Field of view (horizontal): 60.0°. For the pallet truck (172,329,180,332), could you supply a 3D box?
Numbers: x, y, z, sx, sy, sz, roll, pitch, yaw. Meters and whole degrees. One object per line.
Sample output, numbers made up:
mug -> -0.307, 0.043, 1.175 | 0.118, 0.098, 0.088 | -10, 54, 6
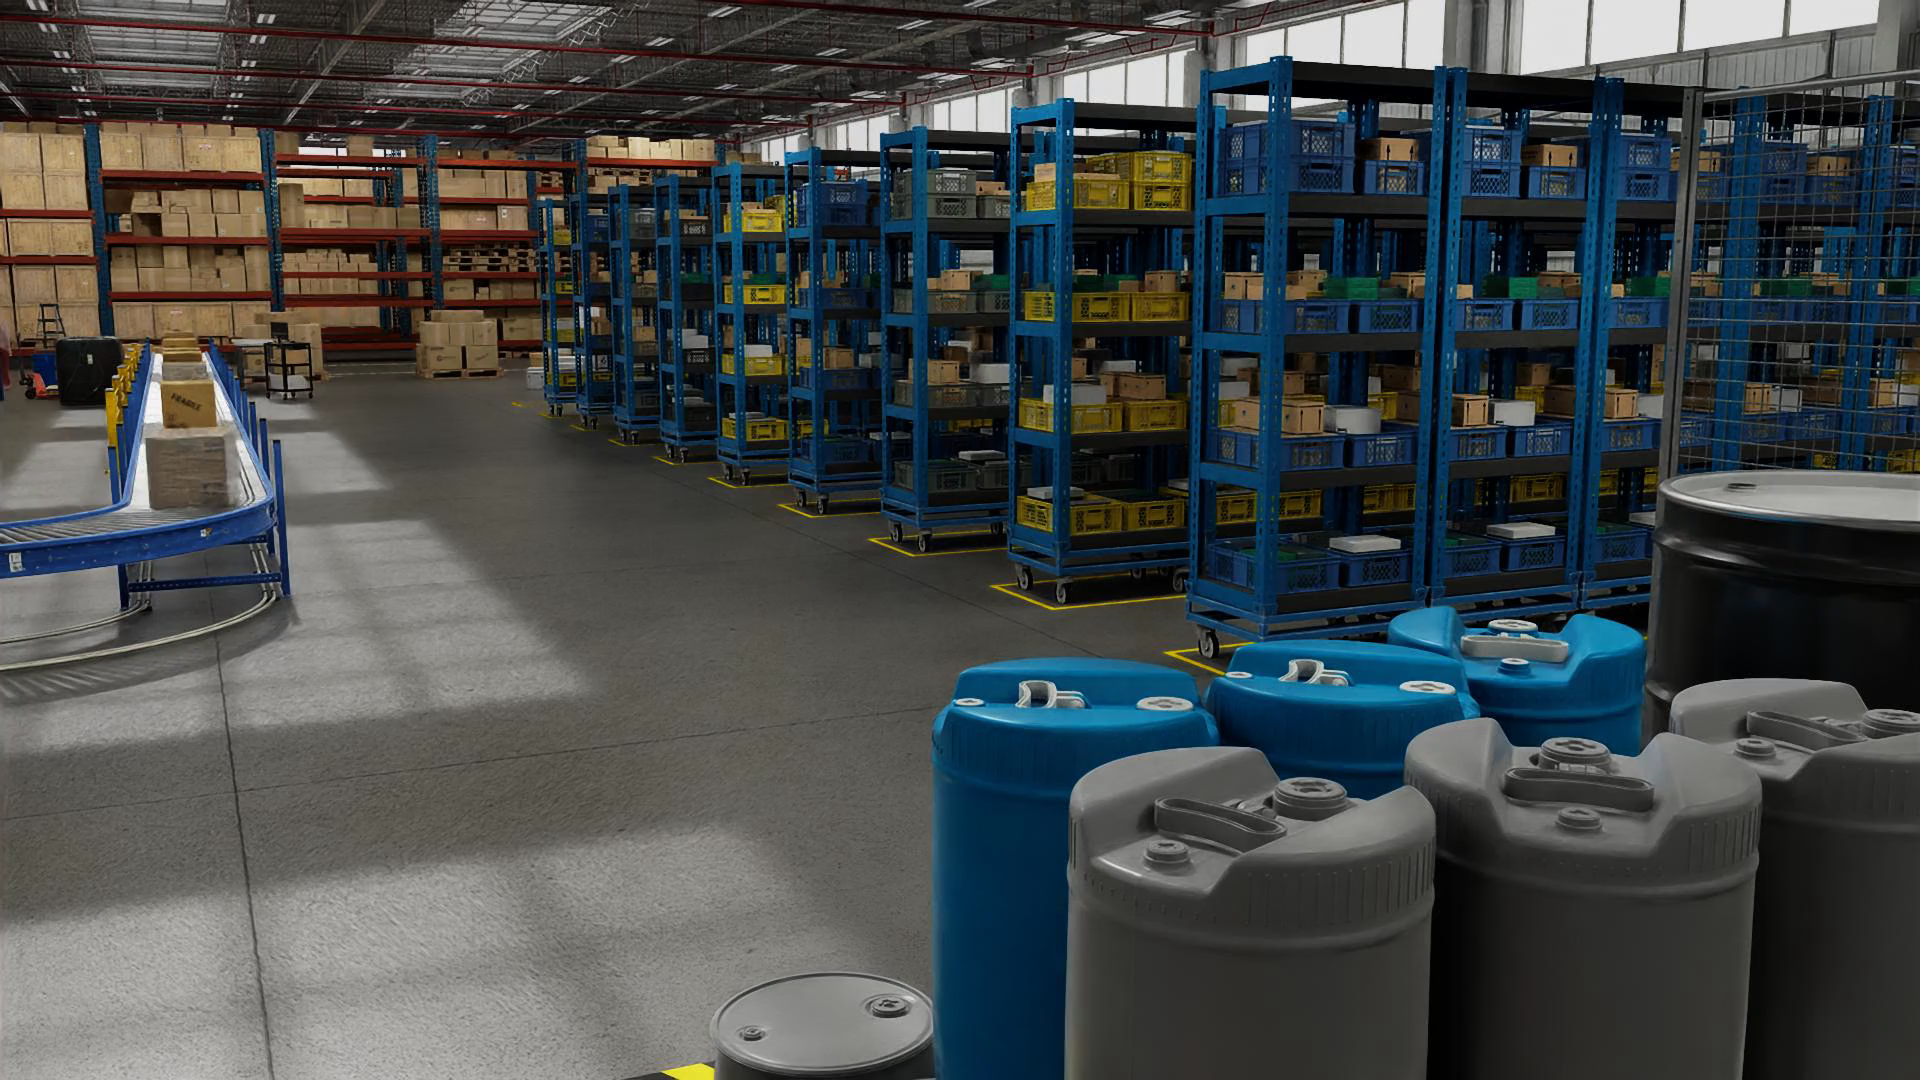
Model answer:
pallet truck -> -17.275, -3.851, 35.096 | 1.601, 1.201, 0.680 | 0, 9, 1

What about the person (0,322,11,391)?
person -> -19.435, -3.846, 33.522 | 0.531, 1.719, 0.801 | -3, 10, -20

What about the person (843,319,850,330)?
person -> -2.233, -3.532, 30.769 | 0.393, 1.985, 0.610 | 9, 13, 44

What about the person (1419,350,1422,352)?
person -> 5.620, -1.820, 20.753 | 0.600, 1.788, 0.997 | -4, 10, -24

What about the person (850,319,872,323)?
person -> -2.590, -5.423, 42.791 | 0.619, 1.883, 1.017 | -4, 10, -23

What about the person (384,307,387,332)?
person -> -20.954, -8.231, 60.672 | 0.294, 1.744, 0.487 | -6, 11, -33

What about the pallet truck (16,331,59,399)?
pallet truck -> -17.082, -3.353, 31.781 | 1.630, 1.274, 0.653 | -4, 10, -25
